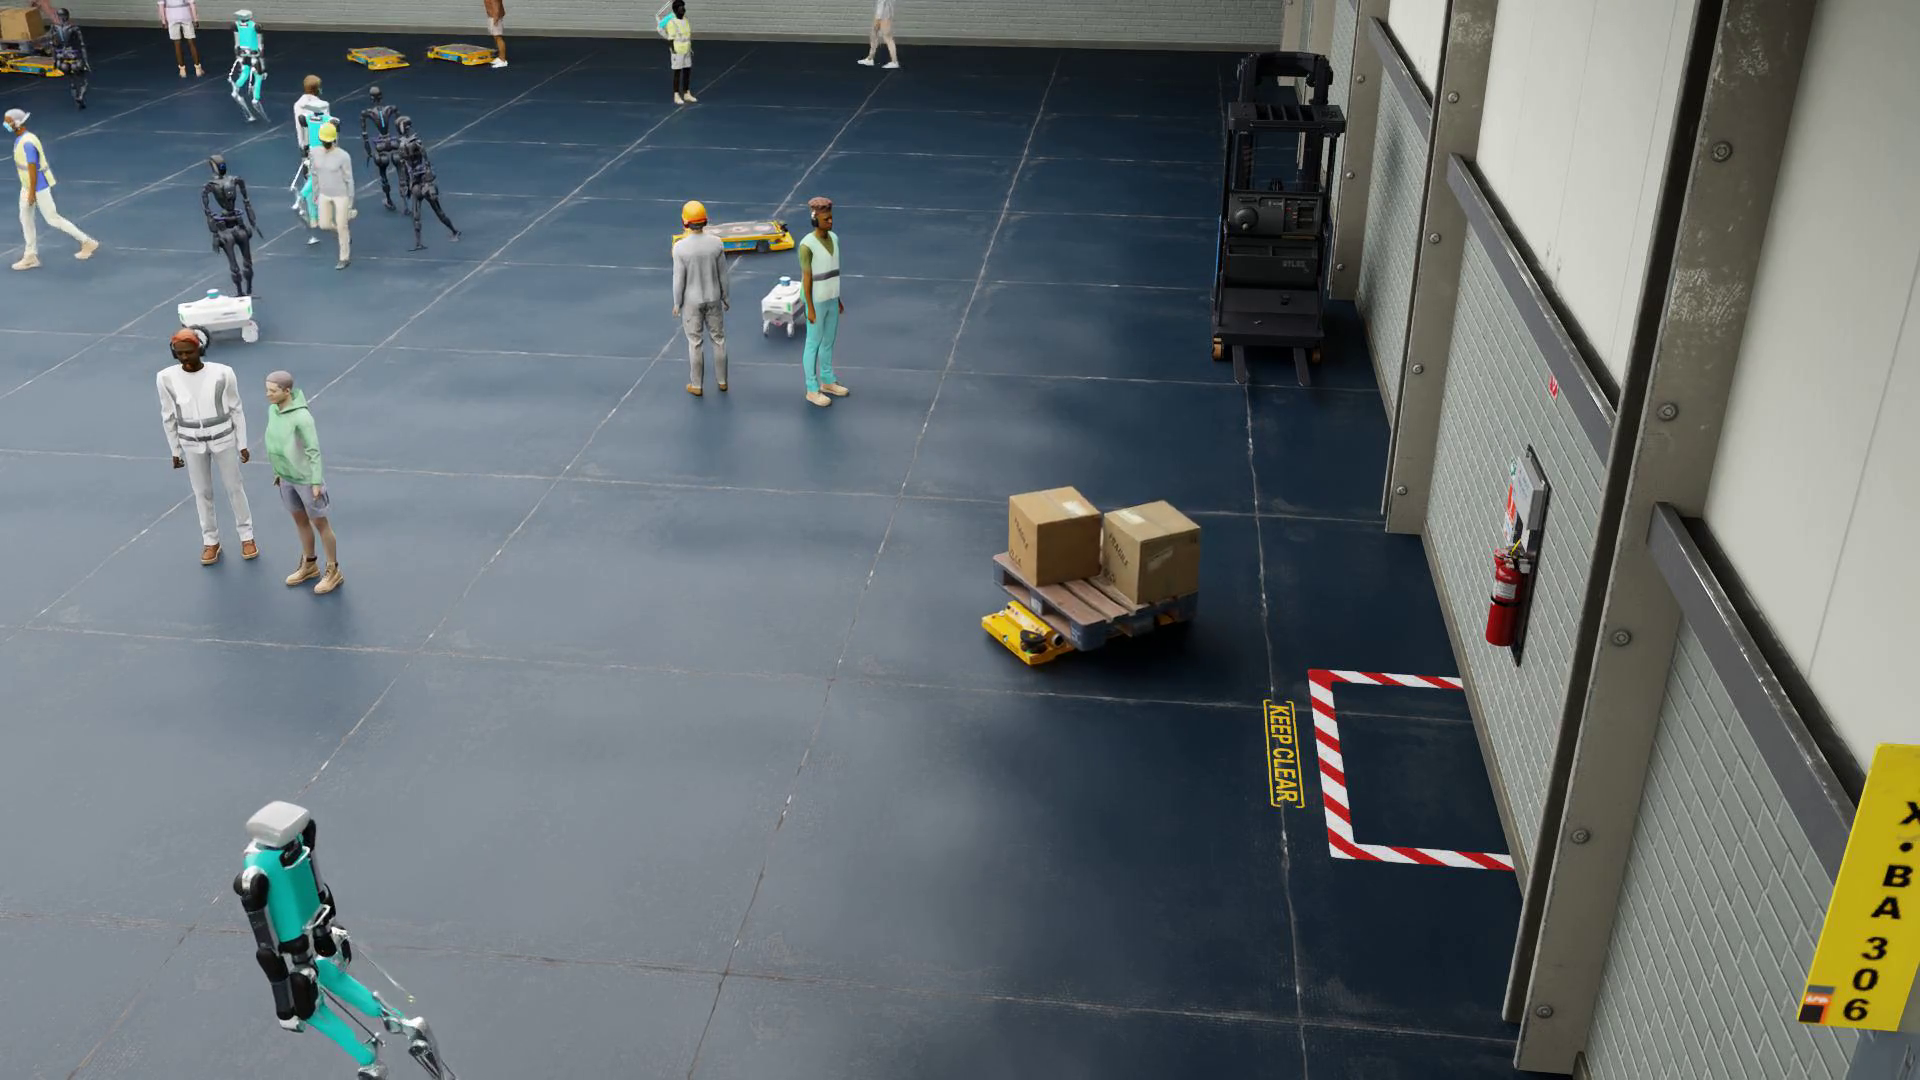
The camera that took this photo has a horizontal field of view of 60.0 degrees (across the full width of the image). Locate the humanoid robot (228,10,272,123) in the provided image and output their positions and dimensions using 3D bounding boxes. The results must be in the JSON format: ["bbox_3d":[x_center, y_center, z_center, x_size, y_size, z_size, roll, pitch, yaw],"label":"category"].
[{"bbox_3d":[-11.317,-7.413,26.327,0.541,1.810,0.770,7,27,13],"label":"humanoid robot"}]

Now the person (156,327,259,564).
[{"bbox_3d":[-5.773,-0.723,12.781,0.576,1.882,0.354,-8,28,-15],"label":"person"}]

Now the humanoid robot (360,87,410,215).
[{"bbox_3d":[-7.511,-5.123,21.805,0.590,1.634,0.664,-14,30,-25],"label":"humanoid robot"}]

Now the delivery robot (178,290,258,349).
[{"bbox_3d":[-7.818,-2.318,17.468,0.818,0.614,0.499,-10,28,-20],"label":"delivery robot"}]

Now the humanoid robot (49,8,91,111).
[{"bbox_3d":[-14.629,-7.866,27.279,0.616,1.645,0.406,-1,27,-2],"label":"humanoid robot"}]

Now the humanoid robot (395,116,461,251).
[{"bbox_3d":[-6.557,-4.388,20.413,0.620,1.641,0.784,19,32,34],"label":"humanoid robot"}]

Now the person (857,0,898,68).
[{"bbox_3d":[-1.537,-9.625,30.606,0.881,1.840,0.518,-2,27,-4],"label":"person"}]

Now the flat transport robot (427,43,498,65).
[{"bbox_3d":[-9.408,-9.203,31.511,1.431,0.231,0.659,21,33,35],"label":"flat transport robot"}]

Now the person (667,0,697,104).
[{"bbox_3d":[-4.669,-8.191,27.896,0.317,1.695,0.540,16,31,29],"label":"person"}]

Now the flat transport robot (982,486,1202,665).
[{"bbox_3d":[0.935,0.521,12.099,1.431,0.231,0.659,-15,30,-27],"label":"flat transport robot"}]

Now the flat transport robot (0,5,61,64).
[{"bbox_3d":[-17.925,-9.258,31.621,0.659,0.231,1.431,4,27,8],"label":"flat transport robot"}]

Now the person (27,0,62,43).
[{"bbox_3d":[-18.239,-10.706,32.761,1.031,1.832,0.724,-20,33,-34],"label":"person"}]

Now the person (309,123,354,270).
[{"bbox_3d":[-7.361,-4.063,19.592,0.554,1.741,0.440,5,27,10],"label":"person"}]

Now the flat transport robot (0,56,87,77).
[{"bbox_3d":[-16.793,-8.664,30.434,1.431,0.231,0.659,9,28,18],"label":"flat transport robot"}]

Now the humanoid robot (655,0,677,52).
[{"bbox_3d":[-5.554,-10.156,31.625,0.735,1.677,0.533,-5,27,-10],"label":"humanoid robot"}]

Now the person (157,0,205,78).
[{"bbox_3d":[-14.018,-9.366,29.860,0.613,2.041,0.385,-11,28,-20],"label":"person"}]

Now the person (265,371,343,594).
[{"bbox_3d":[-4.903,-0.443,12.377,0.474,1.743,0.340,15,30,27],"label":"person"}]

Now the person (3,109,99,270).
[{"bbox_3d":[-10.893,-4.168,19.682,0.513,1.863,0.924,23,35,38],"label":"person"}]

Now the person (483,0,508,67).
[{"bbox_3d":[-8.604,-9.705,30.763,0.383,1.843,0.818,-11,29,-21],"label":"person"}]

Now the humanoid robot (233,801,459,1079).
[{"bbox_3d":[-2.661,2.000,7.534,0.930,1.786,0.554,3,27,7],"label":"humanoid robot"}]

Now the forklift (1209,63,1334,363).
[{"bbox_3d":[3.241,-3.477,17.183,1.129,2.768,1.873,3,27,6],"label":"forklift"}]

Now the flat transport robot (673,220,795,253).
[{"bbox_3d":[-2.807,-3.734,20.593,1.431,0.231,0.659,-6,27,-12],"label":"flat transport robot"}]

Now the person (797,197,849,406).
[{"bbox_3d":[-1.311,-2.277,15.781,0.403,1.978,0.482,17,31,30],"label":"person"}]

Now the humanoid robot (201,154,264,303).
[{"bbox_3d":[-8.059,-3.453,18.457,0.345,1.655,0.584,18,32,31],"label":"humanoid robot"}]

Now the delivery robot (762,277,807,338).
[{"bbox_3d":[-1.860,-2.527,17.856,0.499,0.587,0.785,6,27,12],"label":"delivery robot"}]

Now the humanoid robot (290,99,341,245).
[{"bbox_3d":[-7.904,-4.449,20.413,0.583,1.778,0.888,5,27,10],"label":"humanoid robot"}]

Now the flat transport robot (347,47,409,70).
[{"bbox_3d":[-10.918,-9.027,31.158,0.659,0.231,1.431,-19,32,-33],"label":"flat transport robot"}]

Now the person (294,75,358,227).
[{"bbox_3d":[-8.205,-4.982,21.296,0.499,1.886,0.638,4,27,8],"label":"person"}]

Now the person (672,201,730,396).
[{"bbox_3d":[-2.474,-2.312,15.939,0.562,1.898,0.352,-13,29,-24],"label":"person"}]
